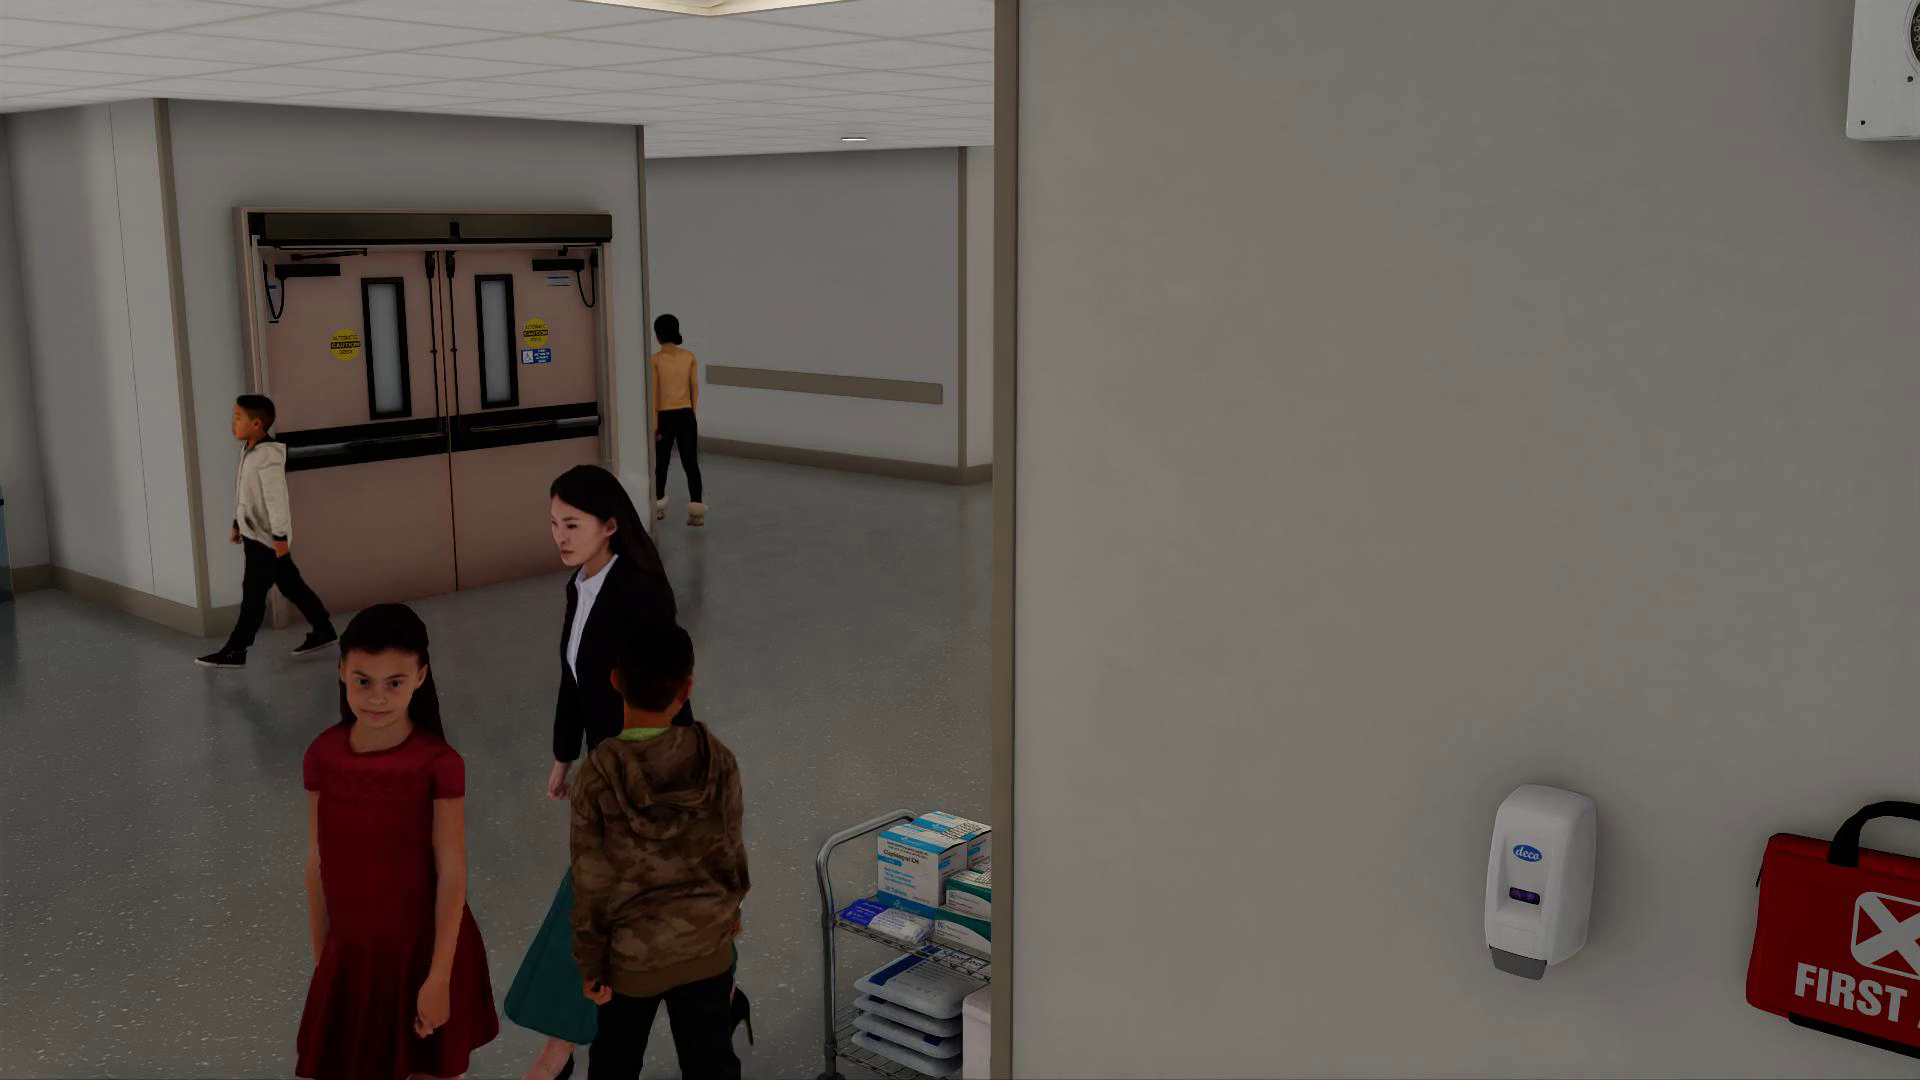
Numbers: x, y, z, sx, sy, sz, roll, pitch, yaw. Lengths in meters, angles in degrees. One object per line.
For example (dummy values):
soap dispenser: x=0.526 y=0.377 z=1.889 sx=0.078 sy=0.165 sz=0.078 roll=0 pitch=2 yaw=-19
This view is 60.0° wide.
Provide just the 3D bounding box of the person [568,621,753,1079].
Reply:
person: x=-0.641 y=0.911 z=3.744 sx=0.950 sy=1.443 sz=0.902 roll=-5 pitch=12 yaw=-23

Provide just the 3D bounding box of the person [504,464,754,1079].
person: x=-0.773 y=0.656 z=4.429 sx=1.077 sy=1.688 sz=0.778 roll=-8 pitch=14 yaw=-38

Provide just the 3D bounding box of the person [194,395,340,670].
person: x=-3.585 y=-0.034 z=8.776 sx=1.034 sy=1.422 sz=0.770 roll=-7 pitch=13 yaw=-34

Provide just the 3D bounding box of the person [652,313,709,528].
person: x=-2.131 y=-0.873 z=12.682 sx=1.129 sy=1.616 sz=0.958 roll=-5 pitch=12 yaw=-26

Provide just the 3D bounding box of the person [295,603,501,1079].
person: x=-1.191 y=0.885 z=3.625 sx=0.719 sy=1.538 sz=0.773 roll=2 pitch=11 yaw=11
